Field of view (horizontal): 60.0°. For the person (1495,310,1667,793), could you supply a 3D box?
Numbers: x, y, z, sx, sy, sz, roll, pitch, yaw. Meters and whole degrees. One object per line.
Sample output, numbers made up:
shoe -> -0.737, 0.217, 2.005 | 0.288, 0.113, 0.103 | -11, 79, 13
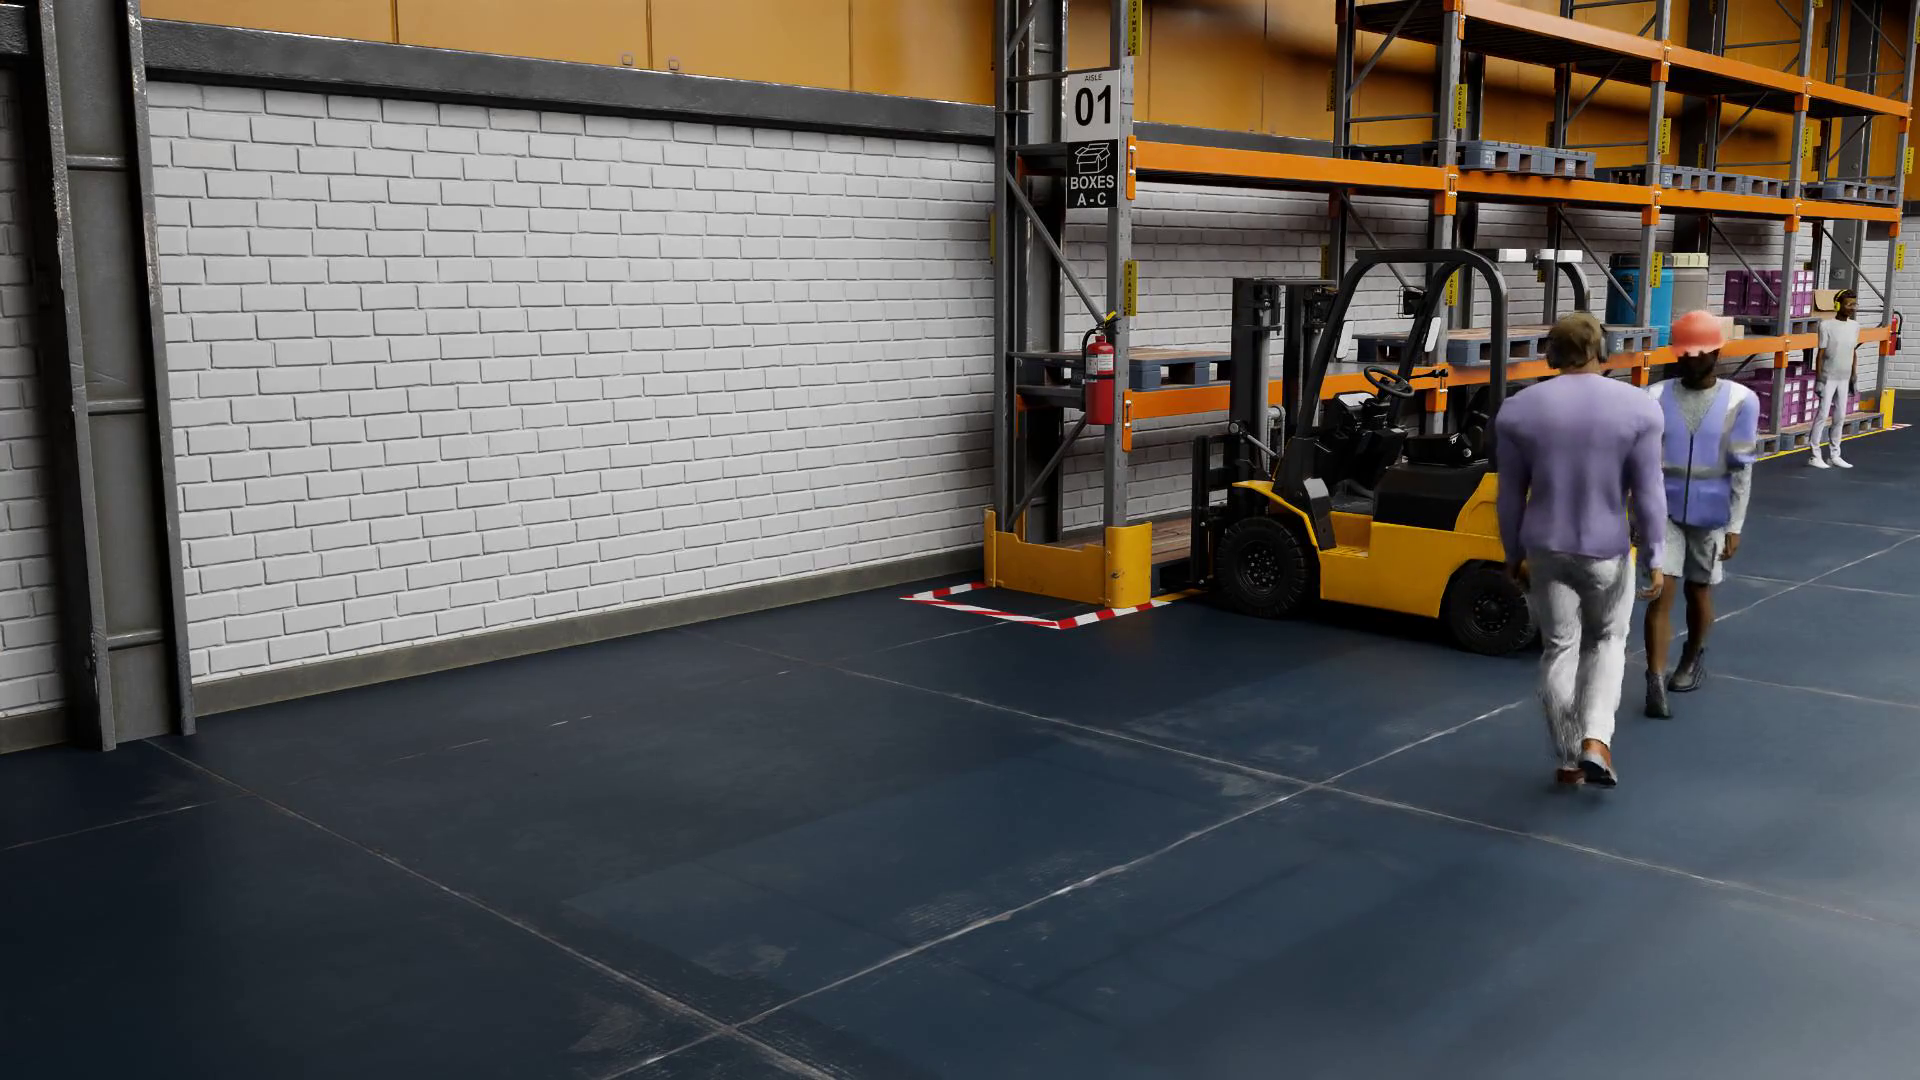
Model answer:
person -> 2.439, 0.056, 6.568 | 0.677, 1.906, 0.423 | 5, 11, 29

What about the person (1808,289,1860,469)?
person -> 9.110, -1.666, 17.282 | 0.515, 1.862, 0.328 | -3, 10, -16

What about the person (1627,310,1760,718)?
person -> 3.449, -0.145, 7.877 | 0.551, 1.895, 0.868 | 5, 10, 27

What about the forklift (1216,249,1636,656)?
forklift -> 2.710, -0.584, 9.626 | 2.313, 2.155, 1.214 | 9, 13, 43
